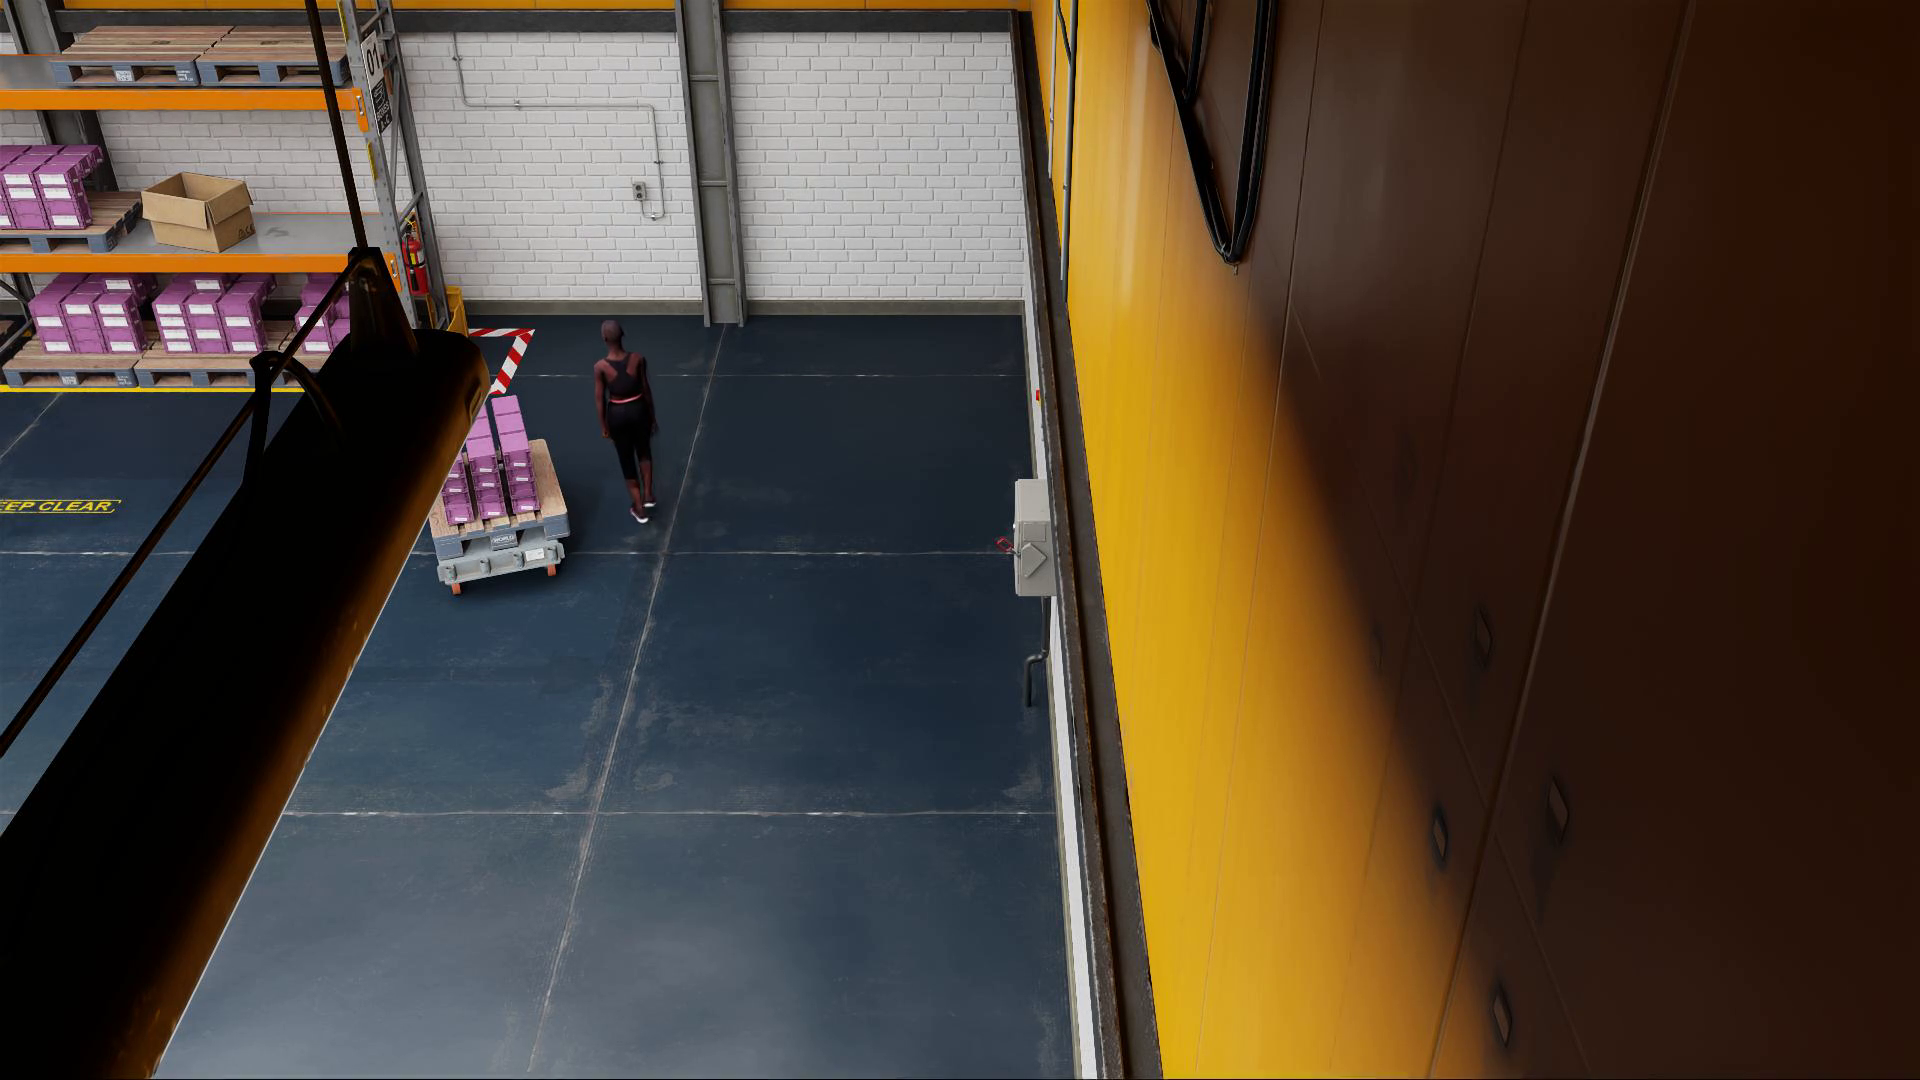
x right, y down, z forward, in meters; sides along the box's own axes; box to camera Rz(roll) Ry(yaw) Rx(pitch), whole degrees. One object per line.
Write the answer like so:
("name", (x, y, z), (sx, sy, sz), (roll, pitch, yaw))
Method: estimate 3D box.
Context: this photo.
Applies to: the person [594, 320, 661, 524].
("person", (-2.604, -0.893, 13.146), (0.667, 1.751, 0.776), (-13, 36, -18))
